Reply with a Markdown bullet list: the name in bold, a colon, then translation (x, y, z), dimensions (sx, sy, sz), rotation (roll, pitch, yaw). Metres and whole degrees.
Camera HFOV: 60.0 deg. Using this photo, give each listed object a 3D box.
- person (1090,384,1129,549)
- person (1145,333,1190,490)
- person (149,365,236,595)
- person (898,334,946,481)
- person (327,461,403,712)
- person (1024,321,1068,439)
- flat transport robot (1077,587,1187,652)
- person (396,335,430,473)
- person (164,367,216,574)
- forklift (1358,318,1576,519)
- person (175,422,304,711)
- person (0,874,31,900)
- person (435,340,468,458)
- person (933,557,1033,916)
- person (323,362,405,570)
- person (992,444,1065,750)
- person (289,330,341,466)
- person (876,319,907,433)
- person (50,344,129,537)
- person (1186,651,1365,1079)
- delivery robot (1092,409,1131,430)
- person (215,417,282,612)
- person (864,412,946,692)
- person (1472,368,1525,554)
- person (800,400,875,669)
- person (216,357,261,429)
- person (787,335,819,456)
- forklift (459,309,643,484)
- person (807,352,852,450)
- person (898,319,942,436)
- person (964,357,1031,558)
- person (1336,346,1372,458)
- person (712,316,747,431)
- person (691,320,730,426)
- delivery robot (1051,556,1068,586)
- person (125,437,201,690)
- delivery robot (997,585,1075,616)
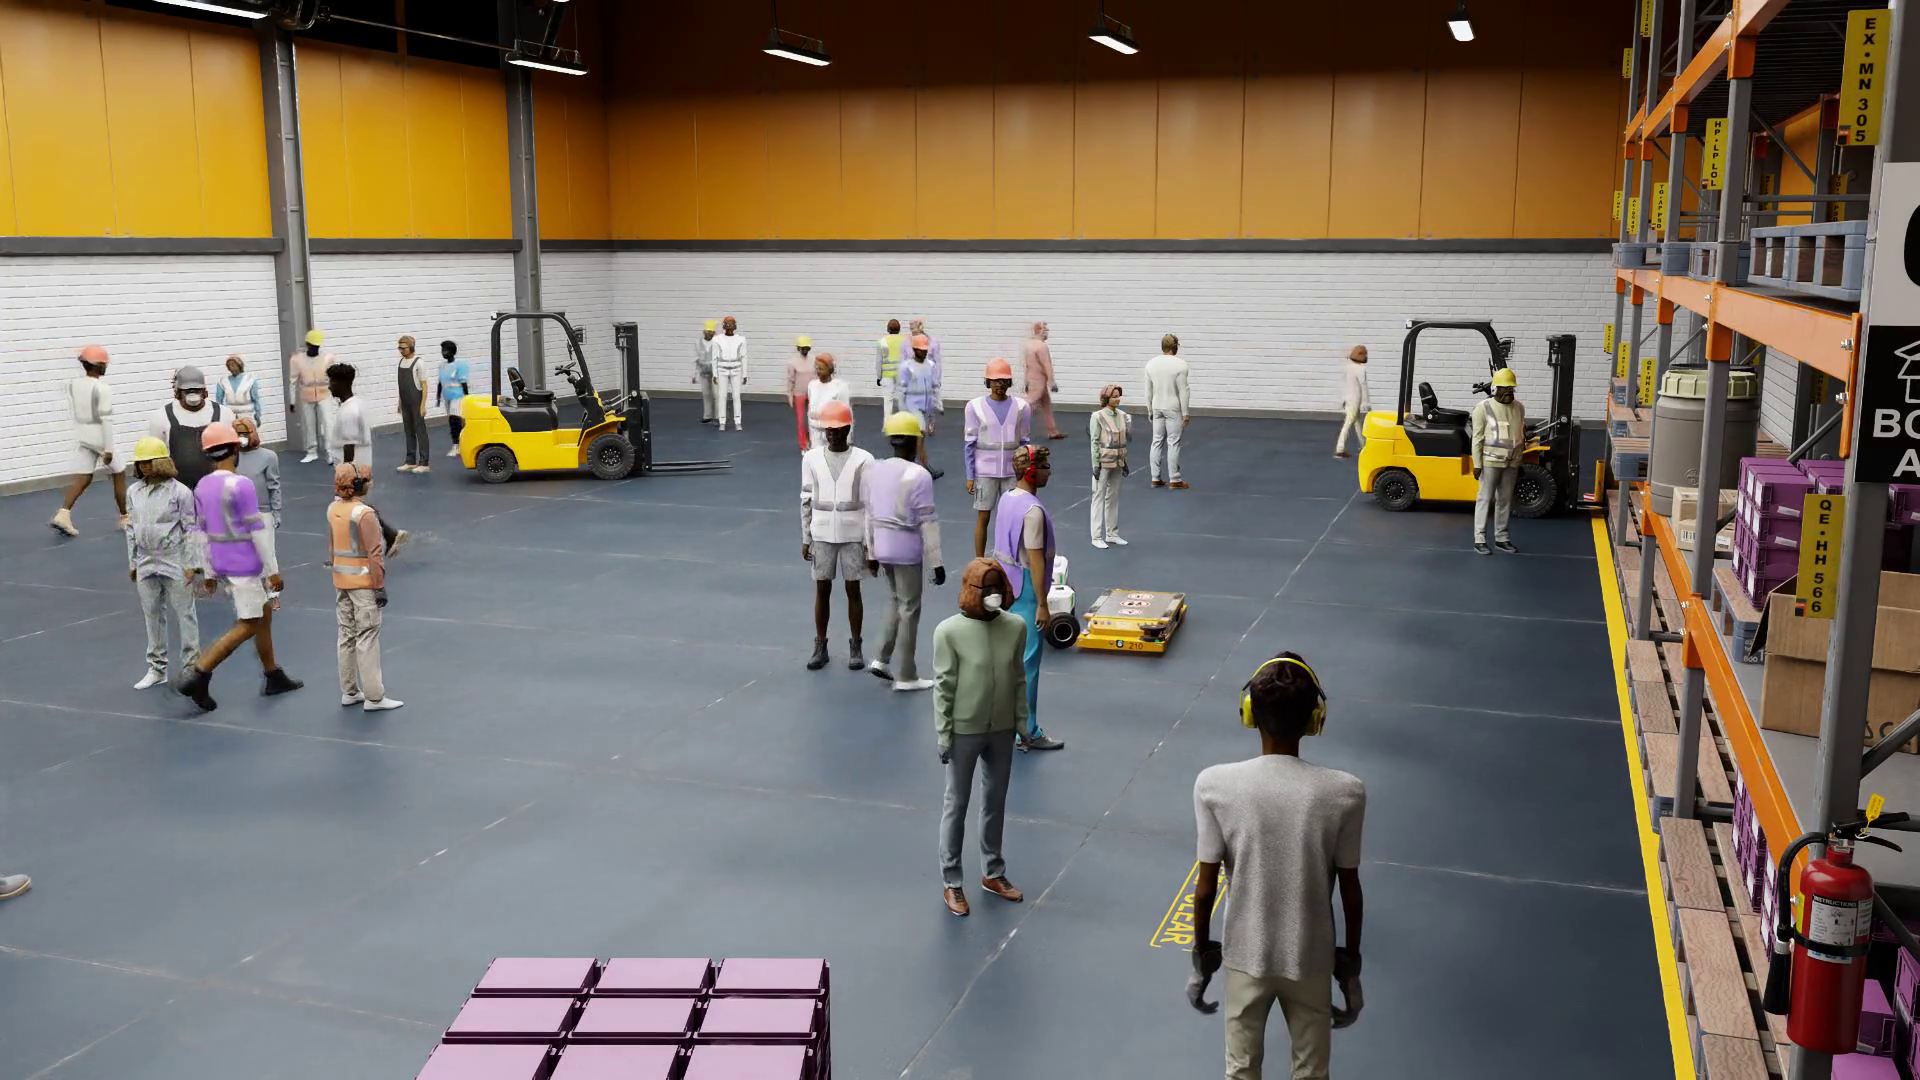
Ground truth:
- **person**: translation (1.498, -0.743, 16.724), dimensions (0.514, 1.645, 0.309), rotation (-10, 14, -44)
- **person**: translation (2.587, -1.595, 20.688), dimensions (0.627, 1.940, 0.372), rotation (9, 13, 40)
- **person**: translation (-6.523, -0.504, 14.257), dimensions (0.701, 2.000, 0.536), rotation (-6, 12, -29)
- **person**: translation (-0.448, -1.685, 21.356), dimensions (0.552, 1.885, 0.989), rotation (-9, 14, -42)
- **person**: translation (-3.915, 0.304, 10.840), dimensions (0.511, 1.640, 0.308), rotation (8, 13, 37)
- **person**: translation (1.185, -2.455, 25.778), dimensions (0.997, 1.862, 0.645), rotation (-2, 10, -11)
- **flat transport robot**: translation (1.363, 0.607, 12.986), dimensions (0.652, 0.197, 1.431), rotation (3, 10, 14)
- **person**: translation (-7.300, -1.805, 22.154), dimensions (0.506, 1.840, 0.346), rotation (6, 12, 32)
- **person**: translation (-7.128, -0.645, 15.433), dimensions (0.402, 1.906, 0.652), rotation (5, 11, 25)
- **forklift**: translation (5.787, -1.437, 19.079), dimensions (2.313, 2.155, 1.214), rotation (3, 11, 19)
- **person**: translation (-4.788, 0.175, 10.937), dimensions (0.555, 1.886, 0.892), rotation (8, 13, 40)
- **person**: translation (-4.655, 0.689, 7.668), dimensions (0.618, 1.993, 0.396), rotation (5, 11, 27)
- **person**: translation (-7.283, -2.004, 23.732), dimensions (0.552, 1.670, 0.632), rotation (7, 12, 34)
- **person**: translation (0.105, 0.880, 7.607), dimensions (0.498, 1.634, 0.279), rotation (-6, 12, -31)
- **person**: translation (-5.639, -0.692, 15.552), dimensions (0.650, 1.950, 0.632), rotation (-2, 10, -11)
- **person**: translation (0.386, 0.341, 10.046), dimensions (0.390, 1.847, 0.563), rotation (-3, 11, -19)
- **person**: translation (-8.877, -1.950, 22.906), dimensions (0.692, 1.856, 0.981), rotation (-4, 11, -20)
- **person**: translation (-1.060, -2.647, 26.890), dimensions (0.625, 1.844, 0.429), rotation (-3, 10, -14)
- **person**: translation (-9.064, -1.041, 17.376), dimensions (0.606, 2.014, 0.978), rotation (4, 11, 22)
- **person**: translation (0.926, 1.247, 4.874), dimensions (0.518, 1.874, 0.330), rotation (2, 10, 11)
- **delivery robot**: translation (2.359, -1.876, 25.902), dimensions (0.477, 0.478, 0.707), rotation (-5, 11, -27)
- **person**: translation (-5.880, -0.211, 13.782), dimensions (0.501, 1.625, 0.282), rotation (-2, 10, -12)
- **person**: translation (-0.381, 0.089, 11.290), dimensions (0.405, 1.911, 0.636), rotation (-9, 14, -42)
- **person**: translation (5.310, -0.773, 16.357), dimensions (0.600, 1.831, 0.404), rotation (-4, 11, -20)
- **person**: translation (-0.872, -0.033, 11.893), dimensions (0.544, 1.939, 0.354), rotation (1, 10, 4)
- **person**: translation (-9.390, -1.594, 21.667), dimensions (0.527, 1.598, 0.873), rotation (-1, 10, -4)
- **person**: translation (-2.209, -2.068, 23.853), dimensions (0.551, 1.752, 0.374), rotation (-4, 11, -20)
- **forklift**: translation (-5.354, -1.902, 21.697), dimensions (2.313, 2.155, 1.214), rotation (-2, 10, -13)
- **person**: translation (-1.415, -1.165, 18.517), dimensions (0.579, 1.860, 0.791), rotation (7, 12, 34)
- **person**: translation (-0.639, -2.534, 26.141), dimensions (0.681, 1.883, 0.486), rotation (1, 10, 5)
- **person**: translation (0.344, -0.607, 14.833), dimensions (0.607, 2.044, 0.377), rotation (-3, 10, -14)
- **person**: translation (5.729, -1.966, 23.736), dimensions (0.807, 1.595, 0.535), rotation (-2, 10, -11)
- **person**: translation (-3.767, -2.719, 27.204), dimensions (0.577, 1.878, 0.347), rotation (-2, 10, -12)
- **person**: translation (-4.176, -2.791, 27.849), dimensions (0.681, 1.780, 0.793), rotation (1, 10, 5)
- **delivery robot**: translation (0.705, 0.293, 13.688), dimensions (0.477, 0.478, 0.707), rotation (1, 10, 6)
- **person**: translation (-5.445, 0.164, 11.336), dimensions (0.491, 1.744, 0.295), rotation (1, 10, 6)
- **delivery robot**: translation (0.499, 0.480, 12.637), dimensions (0.707, 0.478, 0.477), rotation (-2, 10, -10)
